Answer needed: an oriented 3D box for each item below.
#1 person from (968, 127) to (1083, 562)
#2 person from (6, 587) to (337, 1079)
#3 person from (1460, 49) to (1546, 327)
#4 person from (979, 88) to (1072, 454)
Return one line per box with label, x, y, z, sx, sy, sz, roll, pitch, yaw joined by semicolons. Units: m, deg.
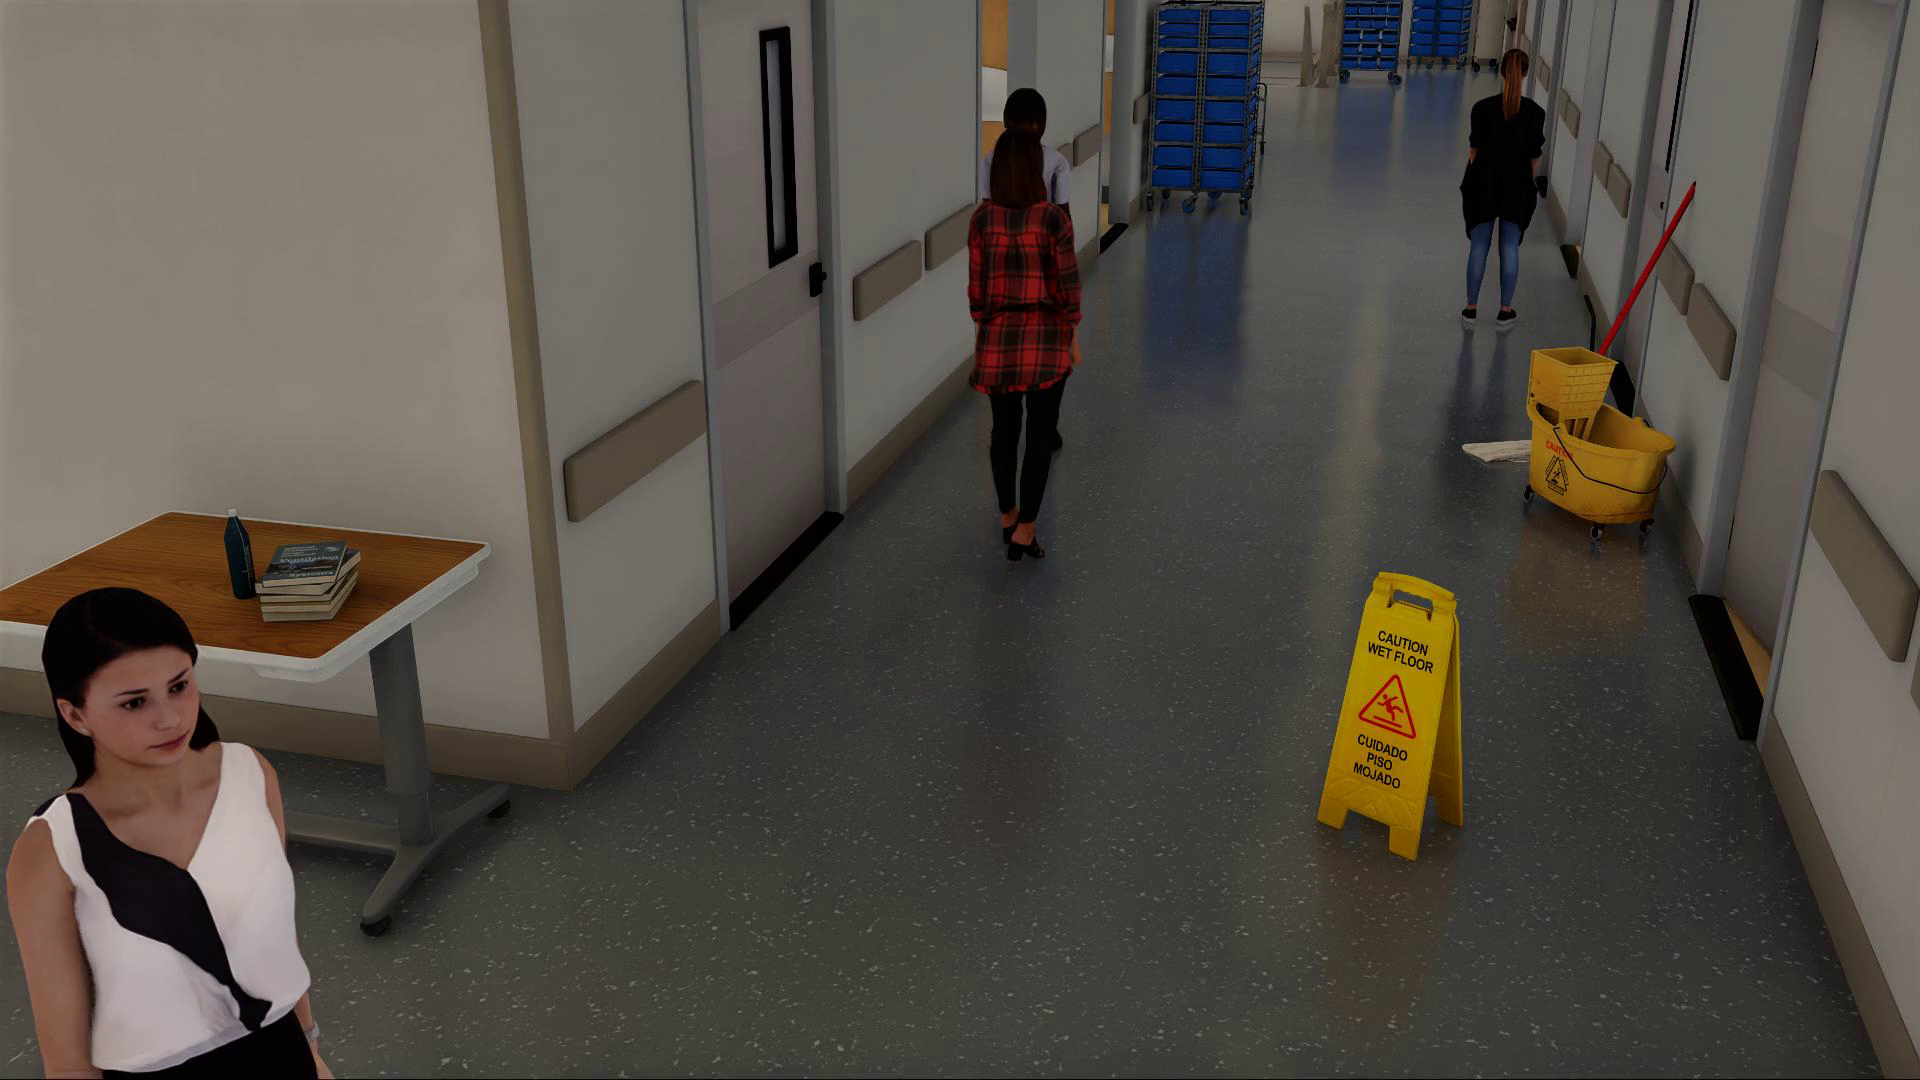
person;0.242;-0.752;6.540;0.691;1.700;0.777;10;23;25
person;-1.101;0.838;2.417;0.670;1.648;0.537;12;24;30
person;3.362;-2.187;10.353;0.641;1.684;0.566;7;22;18
person;0.307;-1.254;7.842;0.617;1.718;0.577;2;21;5
